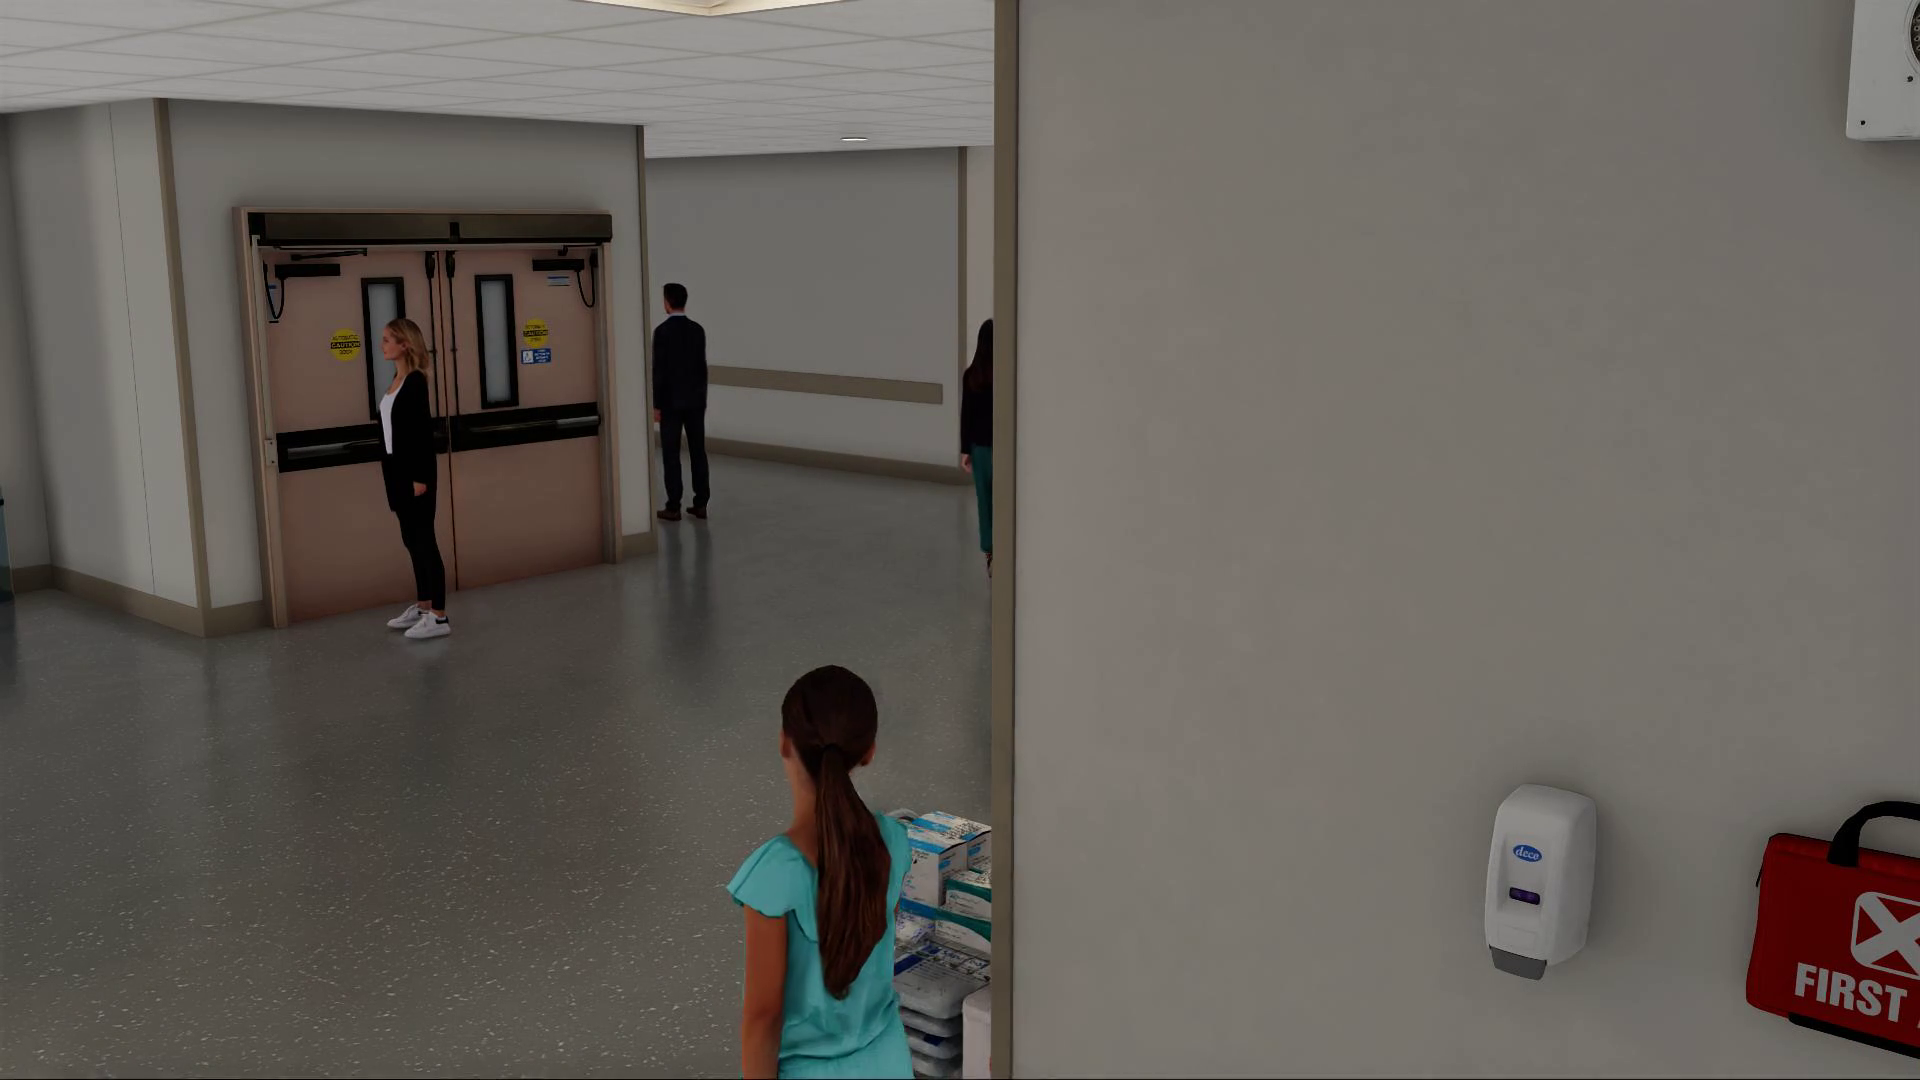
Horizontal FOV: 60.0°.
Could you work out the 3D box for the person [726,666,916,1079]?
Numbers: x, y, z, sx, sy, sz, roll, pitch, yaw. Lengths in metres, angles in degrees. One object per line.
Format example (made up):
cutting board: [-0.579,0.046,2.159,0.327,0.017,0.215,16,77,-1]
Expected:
person: [-0.184,1.016,2.966,0.848,1.526,0.739,-8,13,-35]

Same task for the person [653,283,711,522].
person: [-2.214,-1.094,13.172,0.582,1.867,0.734,-9,14,-39]

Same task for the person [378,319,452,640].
person: [-3.086,-0.346,9.406,0.596,1.801,0.655,-7,13,-33]
